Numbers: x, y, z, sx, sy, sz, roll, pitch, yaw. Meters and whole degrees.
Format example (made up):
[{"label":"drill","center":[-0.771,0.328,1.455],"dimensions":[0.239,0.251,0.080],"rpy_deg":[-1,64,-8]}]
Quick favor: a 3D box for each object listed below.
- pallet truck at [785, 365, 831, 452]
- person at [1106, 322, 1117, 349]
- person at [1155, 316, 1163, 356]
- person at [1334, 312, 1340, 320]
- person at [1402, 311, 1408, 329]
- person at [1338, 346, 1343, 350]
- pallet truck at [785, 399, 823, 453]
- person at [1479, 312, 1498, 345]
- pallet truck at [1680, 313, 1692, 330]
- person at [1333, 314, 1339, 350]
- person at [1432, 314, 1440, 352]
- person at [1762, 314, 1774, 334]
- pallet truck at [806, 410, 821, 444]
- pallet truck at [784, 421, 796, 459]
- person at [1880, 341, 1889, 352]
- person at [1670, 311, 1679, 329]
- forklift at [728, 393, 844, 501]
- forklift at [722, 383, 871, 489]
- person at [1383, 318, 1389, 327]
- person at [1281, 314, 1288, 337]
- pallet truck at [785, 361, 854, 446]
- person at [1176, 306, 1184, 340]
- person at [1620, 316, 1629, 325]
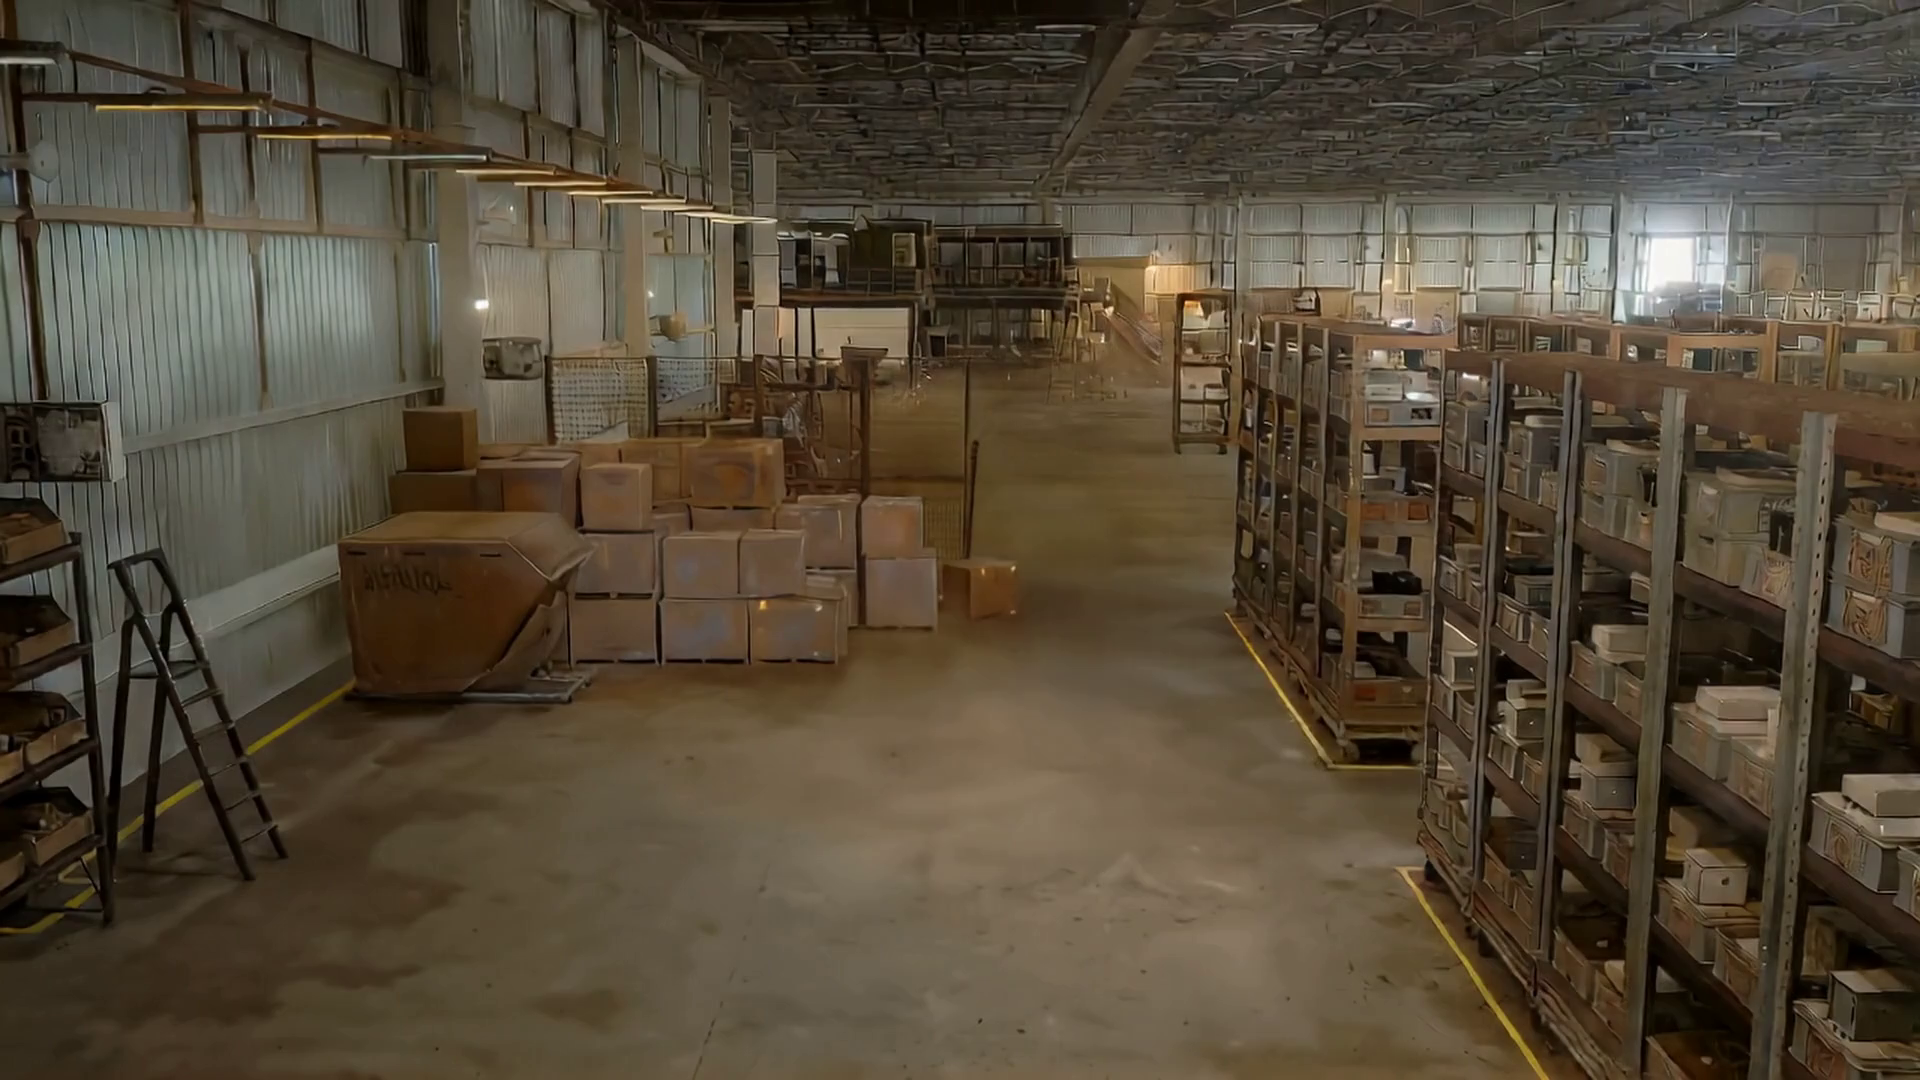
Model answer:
[{"label":"pallet truck","center":[-3.774,-2.976,37.635],"dimensions":[1.885,1.965,0.823],"rpy_deg":[1,9,5]},{"label":"person","center":[7.942,-10.838,86.722],"dimensions":[0.518,1.816,0.837],"rpy_deg":[-2,9,-10]},{"label":"person","center":[9.578,-9.835,80.131],"dimensions":[0.355,1.938,0.545],"rpy_deg":[-4,10,-23]},{"label":"person","center":[19.528,-10.878,86.561],"dimensions":[0.633,1.937,0.468],"rpy_deg":[-5,11,-30]},{"label":"person","center":[24.711,-11.829,92.724],"dimensions":[0.833,1.837,0.551],"rpy_deg":[3,10,18]},{"label":"person","center":[12.954,-5.892,55.871],"dimensions":[0.780,1.913,0.571],"rpy_deg":[2,9,11]},{"label":"pallet truck","center":[-3.814,-2.432,36.419],"dimensions":[1.630,1.274,0.653],"rpy_deg":[0,9,1]},{"label":"person","center":[29.418,-11.749,92.285],"dimensions":[1.032,1.830,0.563],"rpy_deg":[4,10,22]},{"label":"pallet truck","center":[36.315,-10.531,84.244],"dimensions":[0.823,1.965,1.885],"rpy_deg":[-6,11,-33]},{"label":"person","center":[18.754,-10.295,83.037],"dimensions":[0.621,1.923,0.388],"rpy_deg":[5,11,29]},{"label":"person","center":[24.022,-10.443,83.980],"dimensions":[0.417,1.910,0.663],"rpy_deg":[1,9,4]},{"label":"person","center":[38.500,-9.714,79.065],"dimensions":[0.536,2.000,0.688],"rpy_deg":[-8,12,-39]},{"label":"pallet truck","center":[-3.559,-2.018,33.905],"dimensions":[1.522,1.261,0.704],"rpy_deg":[0,9,-1]},{"label":"pallet truck","center":[-4.013,-1.793,32.705],"dimensions":[1.601,1.201,0.680],"rpy_deg":[0,9,1]},{"label":"person","center":[32.070,-6.274,57.967],"dimensions":[0.961,1.998,0.602],"rpy_deg":[5,10,27]},{"label":"person","center":[38.536,-11.358,89.560],"dimensions":[0.378,1.923,0.595],"rpy_deg":[-7,11,-36]},{"label":"forklift","center":[-2.979,-1.316,26.476],"dimensions":[2.680,1.987,1.157],"rpy_deg":[0,9,1]},{"label":"forklift","center":[-2.893,-1.687,28.729],"dimensions":[2.680,1.987,1.157],"rpy_deg":[0,9,-1]},{"label":"person","center":[19.868,-9.441,77.890],"dimensions":[0.990,1.876,0.611],"rpy_deg":[-8,12,-39]},{"label":"person","center":[16.586,-10.509,84.418],"dimensions":[0.640,1.890,0.484],"rpy_deg":[7,11,36]},{"label":"pallet truck","center":[-3.410,-3.193,38.978],"dimensions":[1.885,1.965,0.823],"rpy_deg":[0,9,-1]},{"label":"person","center":[12.981,-12.828,98.415],"dimensions":[0.383,1.996,0.609],"rpy_deg":[-7,11,-35]},{"label":"person","center":[33.085,-10.247,82.888],"dimensions":[0.651,1.865,0.602],"rpy_deg":[-3,10,-20]}]
